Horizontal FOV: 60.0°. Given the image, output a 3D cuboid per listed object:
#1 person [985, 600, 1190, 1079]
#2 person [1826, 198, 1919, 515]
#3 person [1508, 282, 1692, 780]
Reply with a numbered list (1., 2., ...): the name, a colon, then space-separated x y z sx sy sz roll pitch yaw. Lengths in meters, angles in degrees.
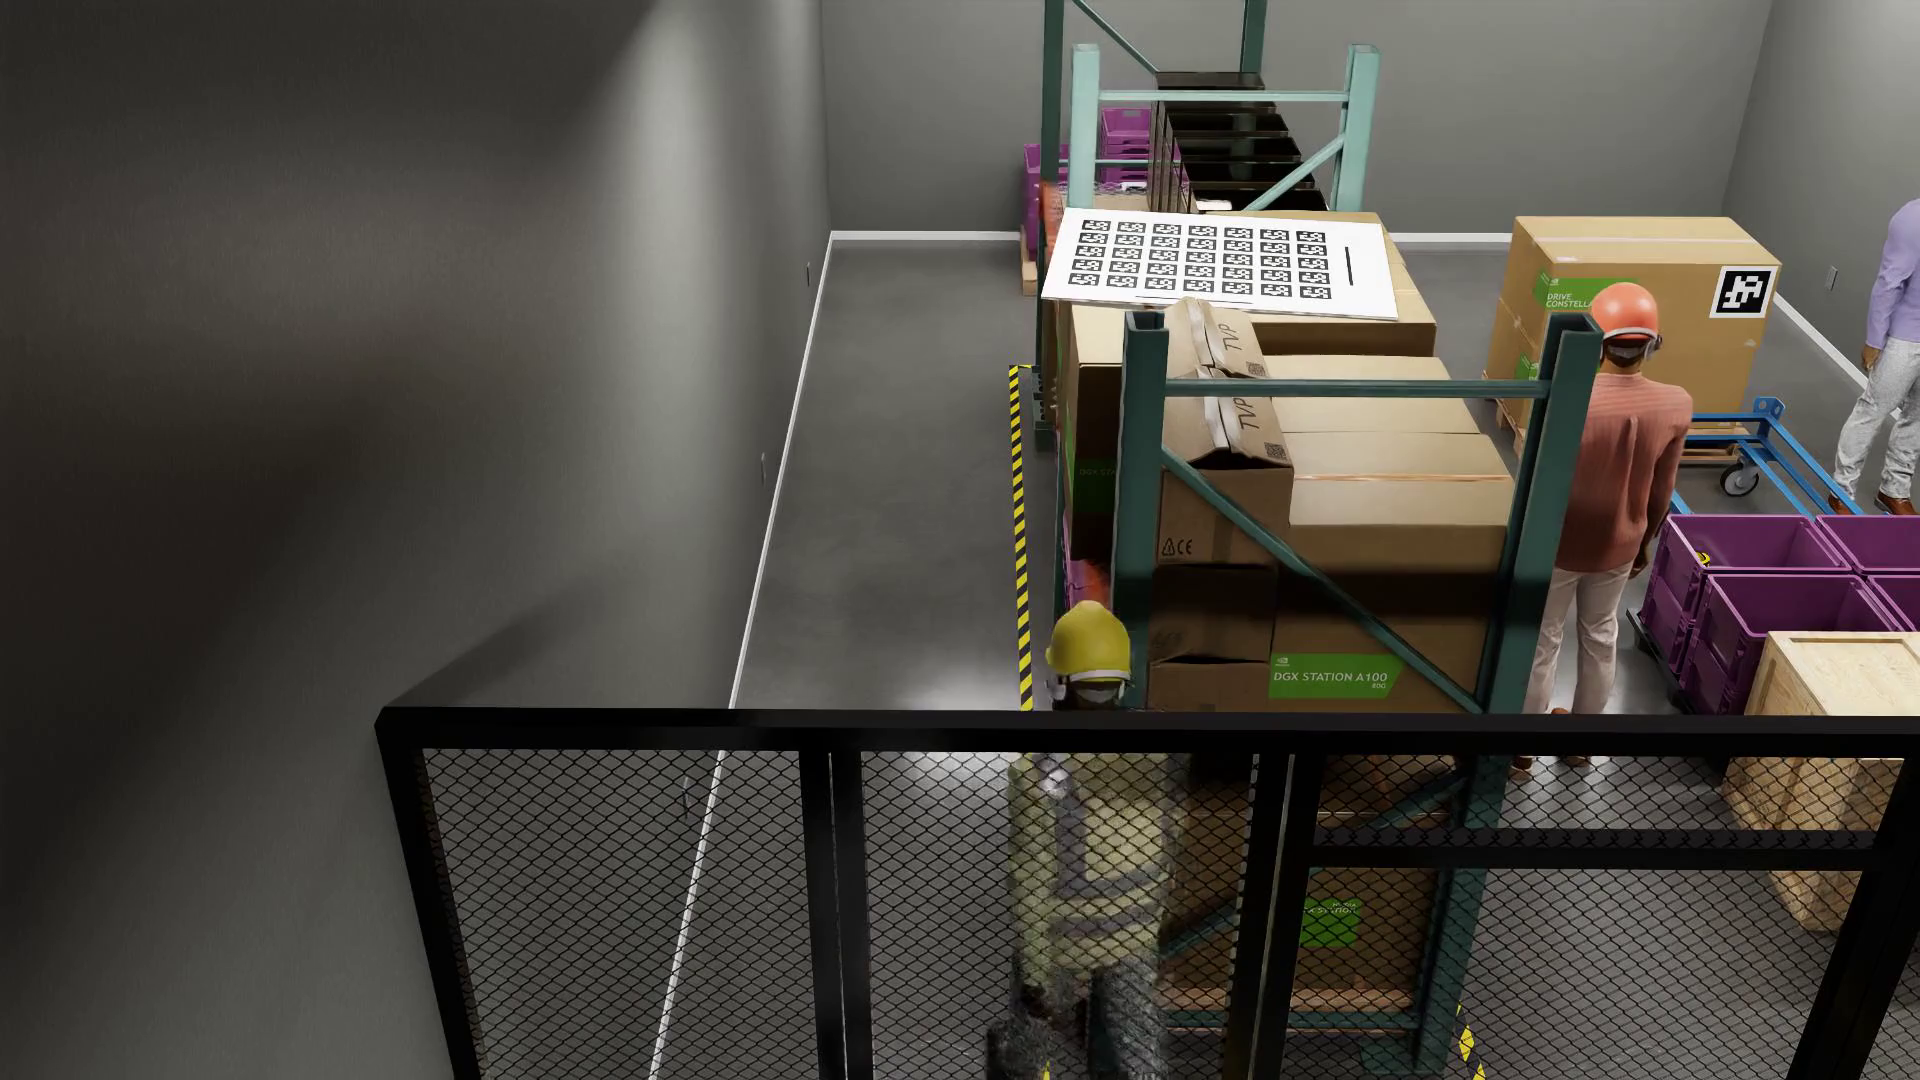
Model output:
1. person: 0.349 1.014 4.686 0.617 1.773 0.855 -15 34 -23
2. person: 4.535 -0.944 7.784 0.628 1.940 0.373 -1 31 -1
3. person: 2.298 0.000 6.170 0.624 1.983 0.398 -7 32 -12
